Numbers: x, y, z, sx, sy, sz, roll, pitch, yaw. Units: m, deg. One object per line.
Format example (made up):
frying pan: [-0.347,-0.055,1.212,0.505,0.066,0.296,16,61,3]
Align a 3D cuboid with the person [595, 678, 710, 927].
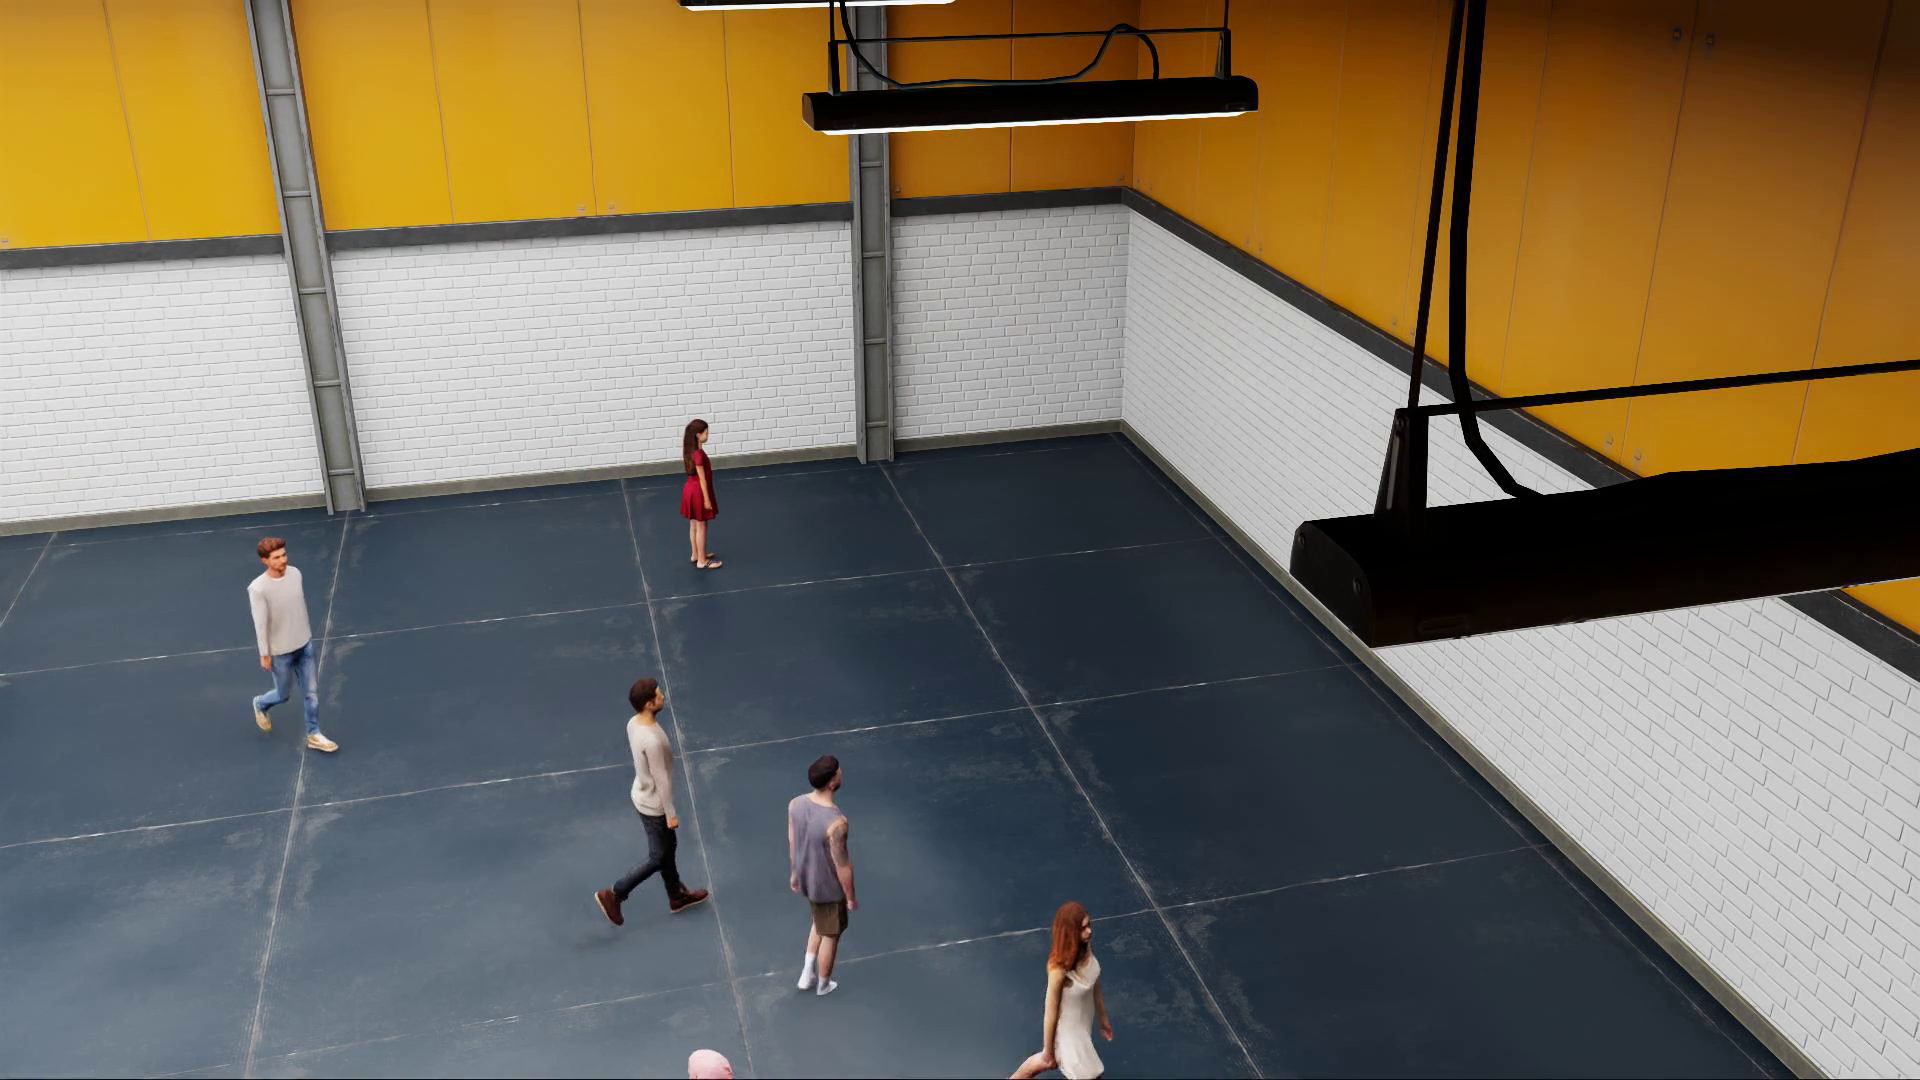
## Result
person: [-2.129,1.803,11.234,1.069,1.852,0.754,-10,26,-22]

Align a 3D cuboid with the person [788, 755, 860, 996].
person: [-0.939,2.208,10.587,0.783,1.833,0.841,20,30,38]

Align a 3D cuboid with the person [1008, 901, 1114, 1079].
person: [0.547,2.723,9.354,1.151,1.672,1.081,13,27,27]

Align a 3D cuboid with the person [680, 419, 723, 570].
person: [-2.648,-0.478,16.821,0.653,1.556,0.596,-11,26,-24]

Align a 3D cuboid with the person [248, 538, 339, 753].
person: [-5.478,0.832,13.415,1.136,1.884,1.069,13,27,26]
